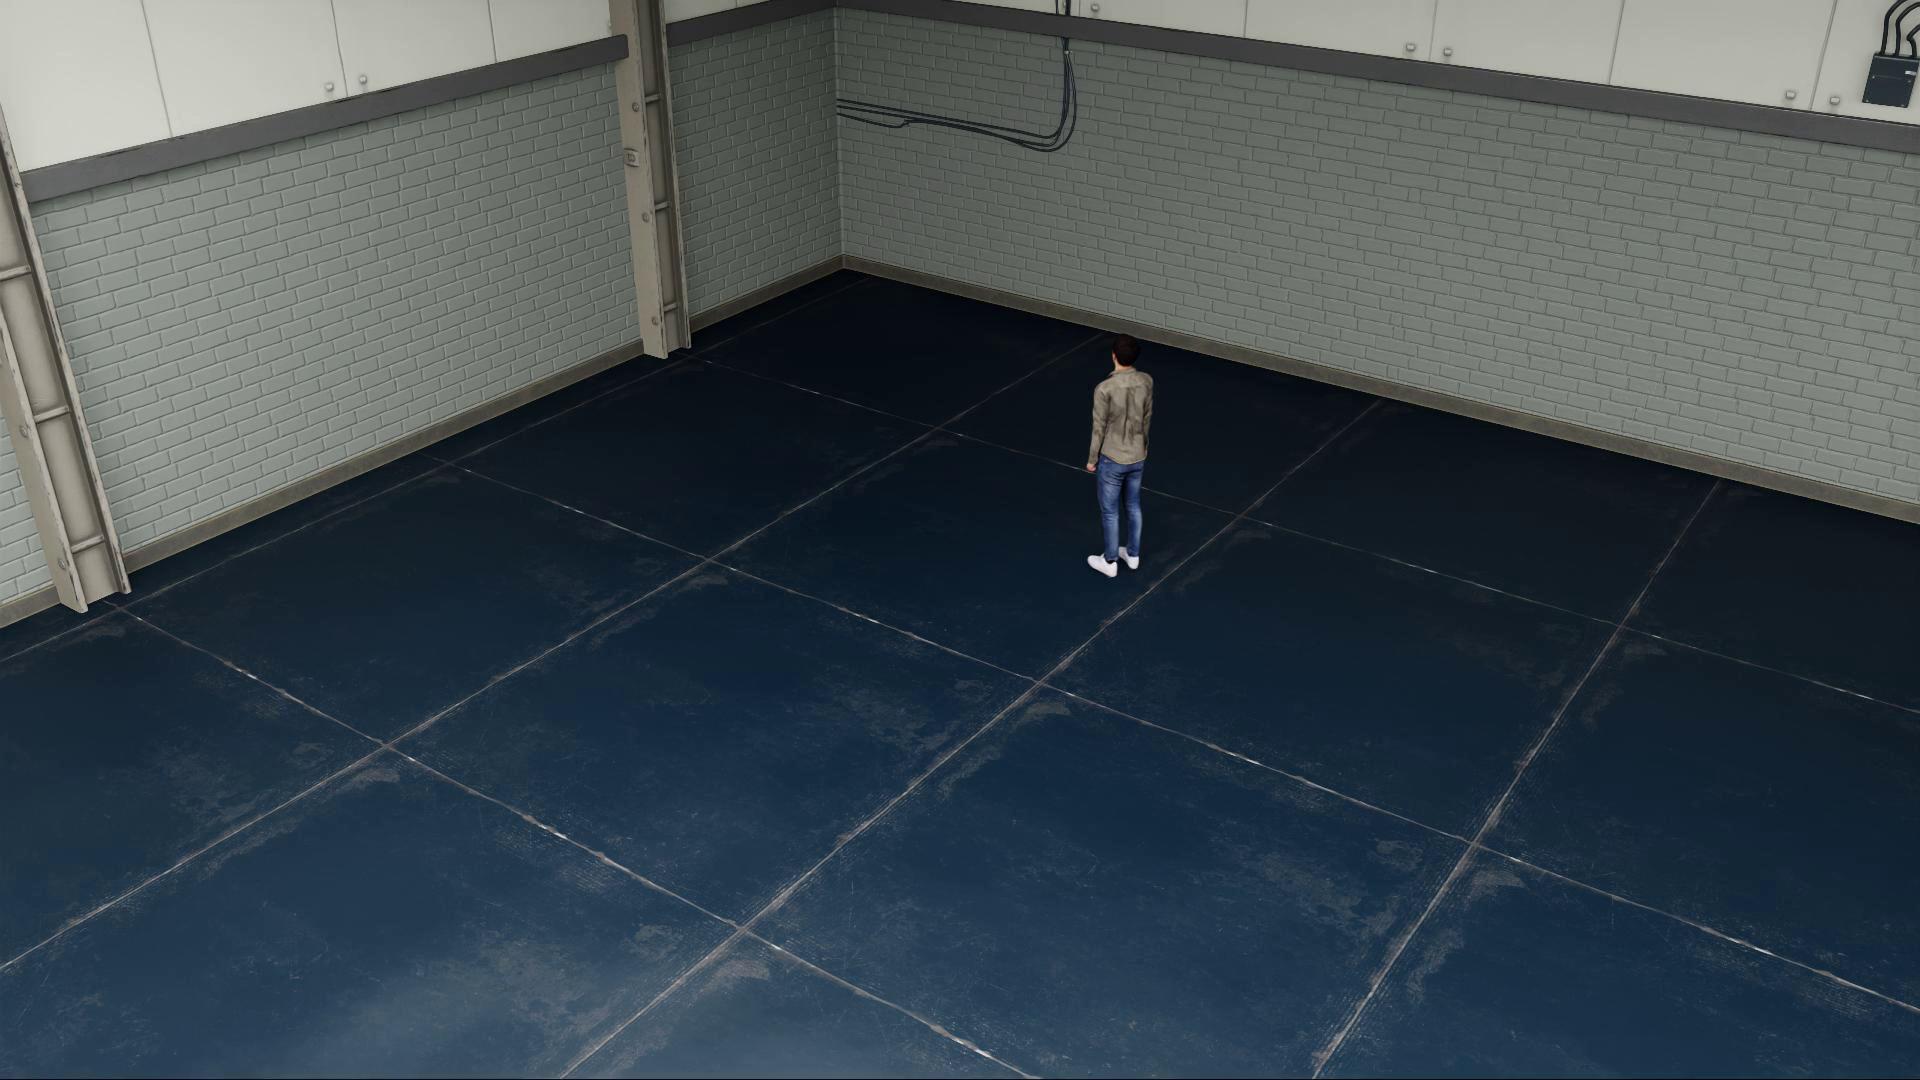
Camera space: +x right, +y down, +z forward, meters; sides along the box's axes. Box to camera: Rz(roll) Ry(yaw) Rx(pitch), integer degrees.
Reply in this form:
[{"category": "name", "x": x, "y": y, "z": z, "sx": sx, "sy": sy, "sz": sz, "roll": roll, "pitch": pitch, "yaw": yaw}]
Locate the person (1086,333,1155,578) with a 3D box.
[{"category": "person", "x": 1.182, "y": -0.613, "z": 12.168, "sx": 0.671, "sy": 1.864, "sz": 0.842, "roll": -16, "pitch": 32, "yaw": -28}]
